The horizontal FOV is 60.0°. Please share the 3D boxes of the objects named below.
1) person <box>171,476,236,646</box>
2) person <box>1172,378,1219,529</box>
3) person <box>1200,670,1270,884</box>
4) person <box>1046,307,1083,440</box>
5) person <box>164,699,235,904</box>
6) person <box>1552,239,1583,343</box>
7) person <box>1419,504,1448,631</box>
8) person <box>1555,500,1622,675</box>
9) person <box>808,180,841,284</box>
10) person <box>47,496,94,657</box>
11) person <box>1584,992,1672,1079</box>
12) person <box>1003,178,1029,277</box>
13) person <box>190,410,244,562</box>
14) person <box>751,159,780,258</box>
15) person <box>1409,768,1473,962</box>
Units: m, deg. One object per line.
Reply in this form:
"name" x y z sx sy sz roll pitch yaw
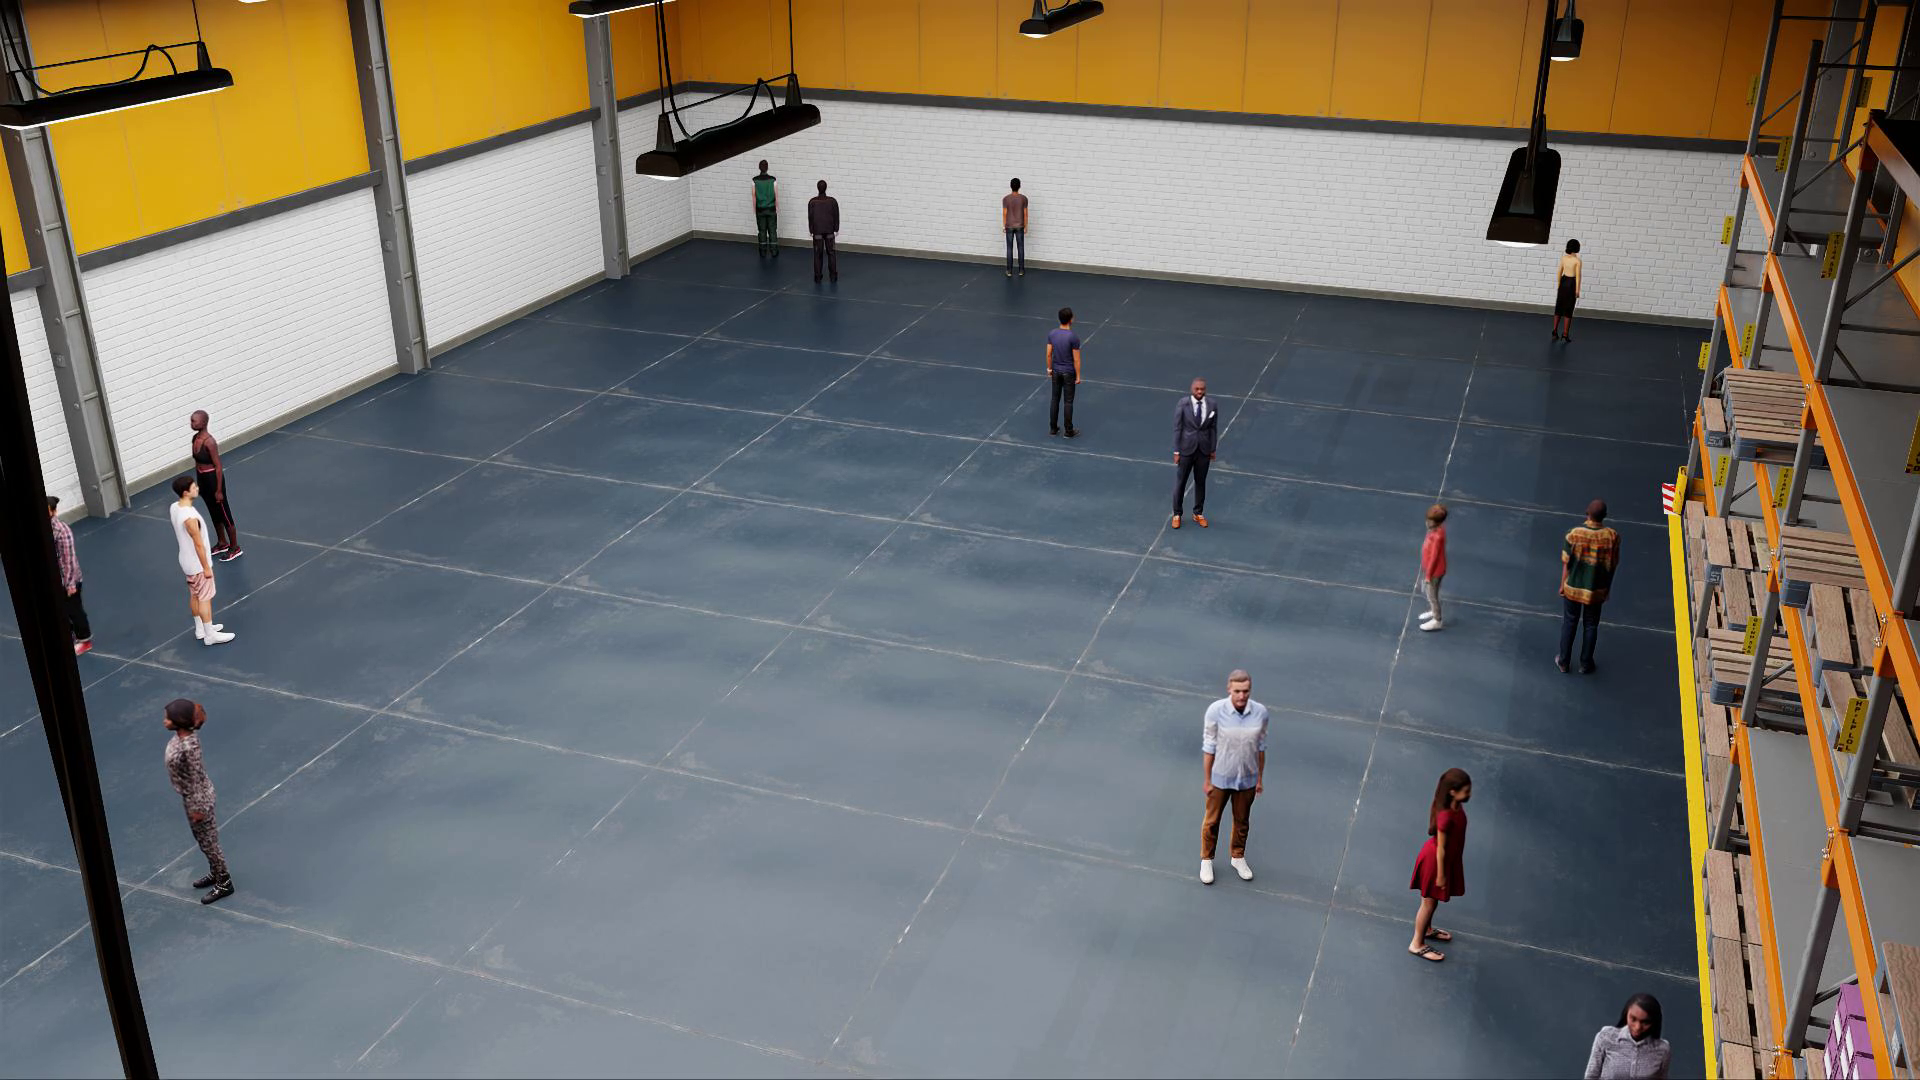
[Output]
"person" -7.752 0.198 16.851 0.723 1.787 0.729 -20 31 -38
"person" 2.769 -1.055 19.671 0.782 1.824 0.770 -2 24 -5
"person" 2.136 1.828 13.069 0.767 1.828 0.753 -3 24 -8
"person" 1.394 -2.268 22.485 0.684 1.791 0.564 12 27 26
"person" -5.886 1.994 12.832 0.723 1.714 0.681 -15 28 -31
"person" 9.723 -4.003 26.627 0.712 1.653 0.665 -14 27 -28
"person" 4.931 0.280 17.149 0.680 1.397 0.575 9 25 19
"person" 6.109 0.453 16.240 0.693 1.807 0.650 7 25 16
"person" -2.459 -5.560 29.958 0.804 1.839 0.770 -3 24 -8
"person" -8.895 0.334 16.593 0.747 1.743 0.650 13 27 27
"person" 3.843 3.360 9.694 0.587 1.725 0.518 9 25 20
"person" 1.011 -5.733 30.429 0.700 1.779 0.680 -1 24 -3
"person" -8.437 -0.635 18.790 0.644 1.758 0.611 16 28 32
"person" -3.708 -6.334 31.725 0.730 1.842 0.720 -2 24 -5
"person" 3.528 2.349 12.227 0.633 1.549 0.561 11 26 24
